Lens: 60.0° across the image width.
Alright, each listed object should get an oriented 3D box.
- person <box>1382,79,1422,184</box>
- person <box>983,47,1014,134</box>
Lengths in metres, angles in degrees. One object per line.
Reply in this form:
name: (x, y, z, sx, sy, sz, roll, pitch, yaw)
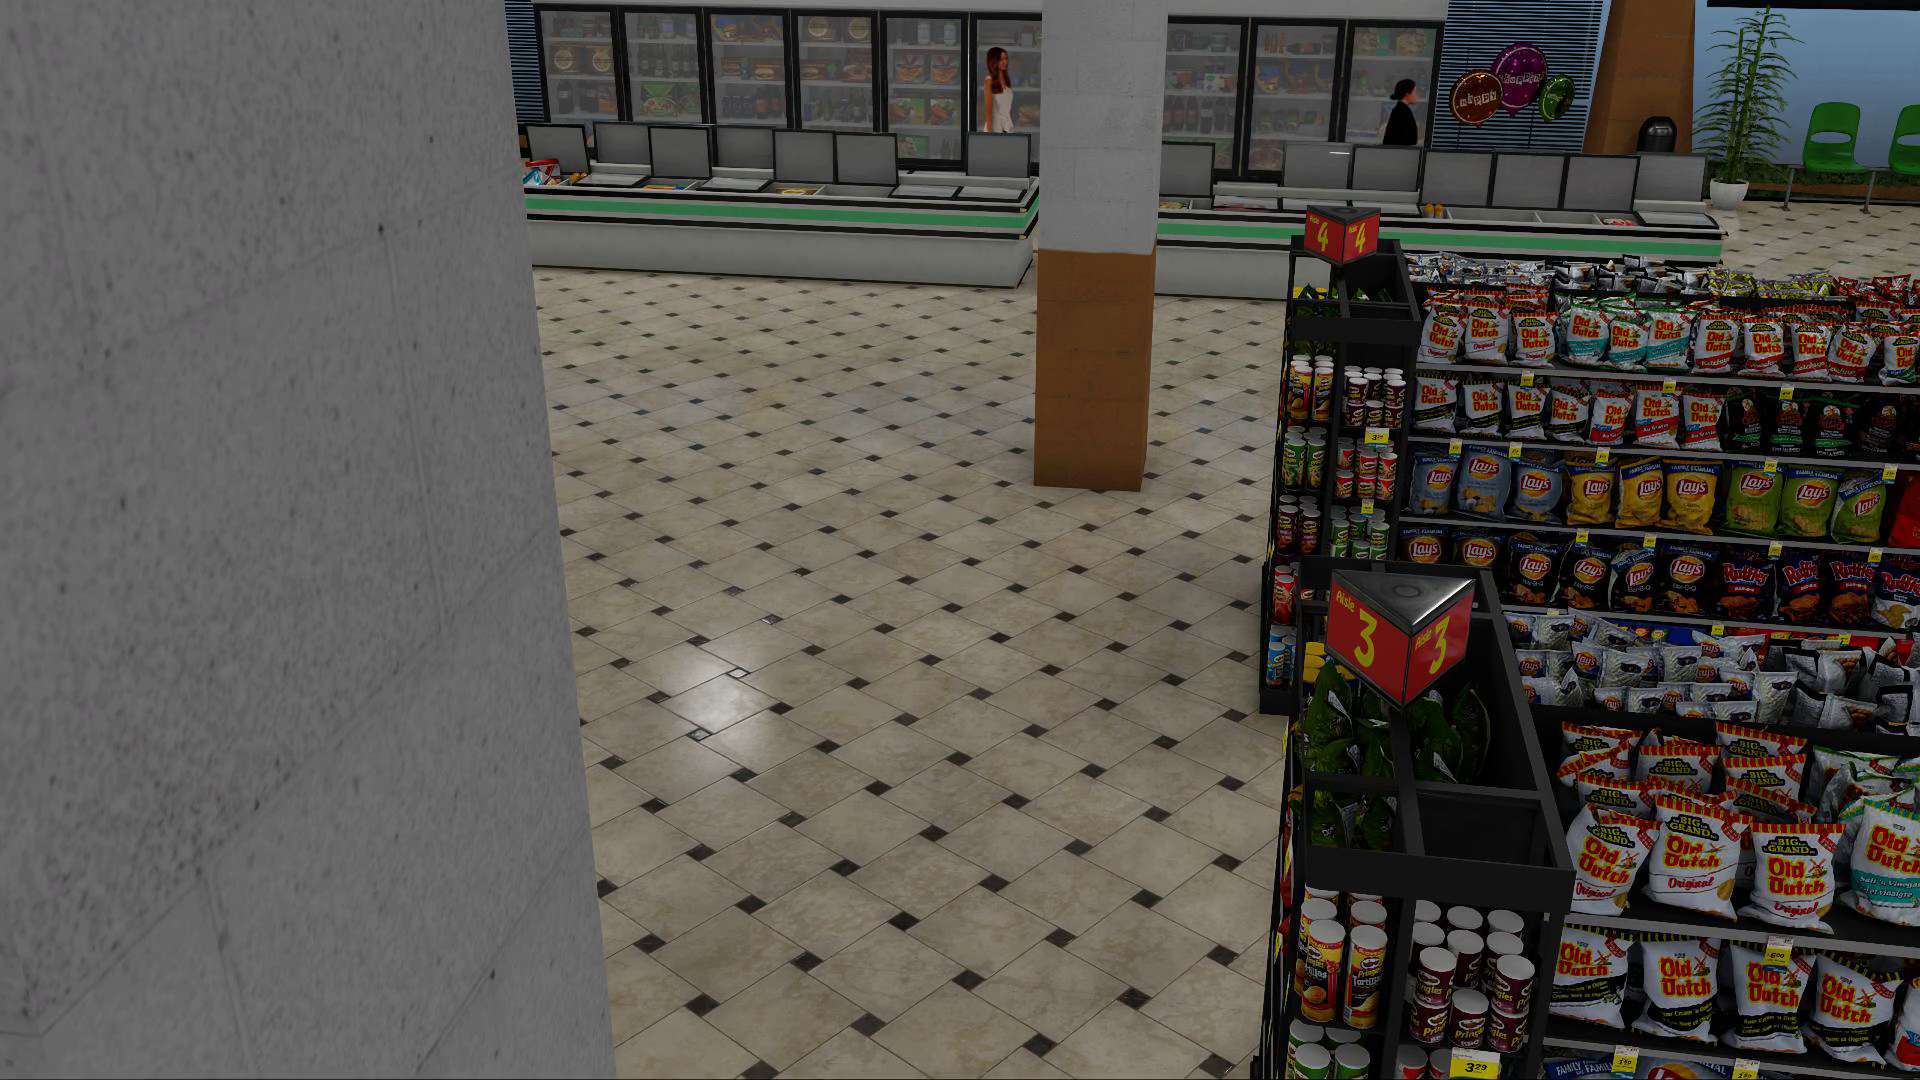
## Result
person: (4.076, -3.525, 15.987, 1.123, 1.669, 0.706, 2, 24, 4)
person: (0.380, -4.294, 17.601, 0.660, 1.784, 0.670, 16, 28, 31)
